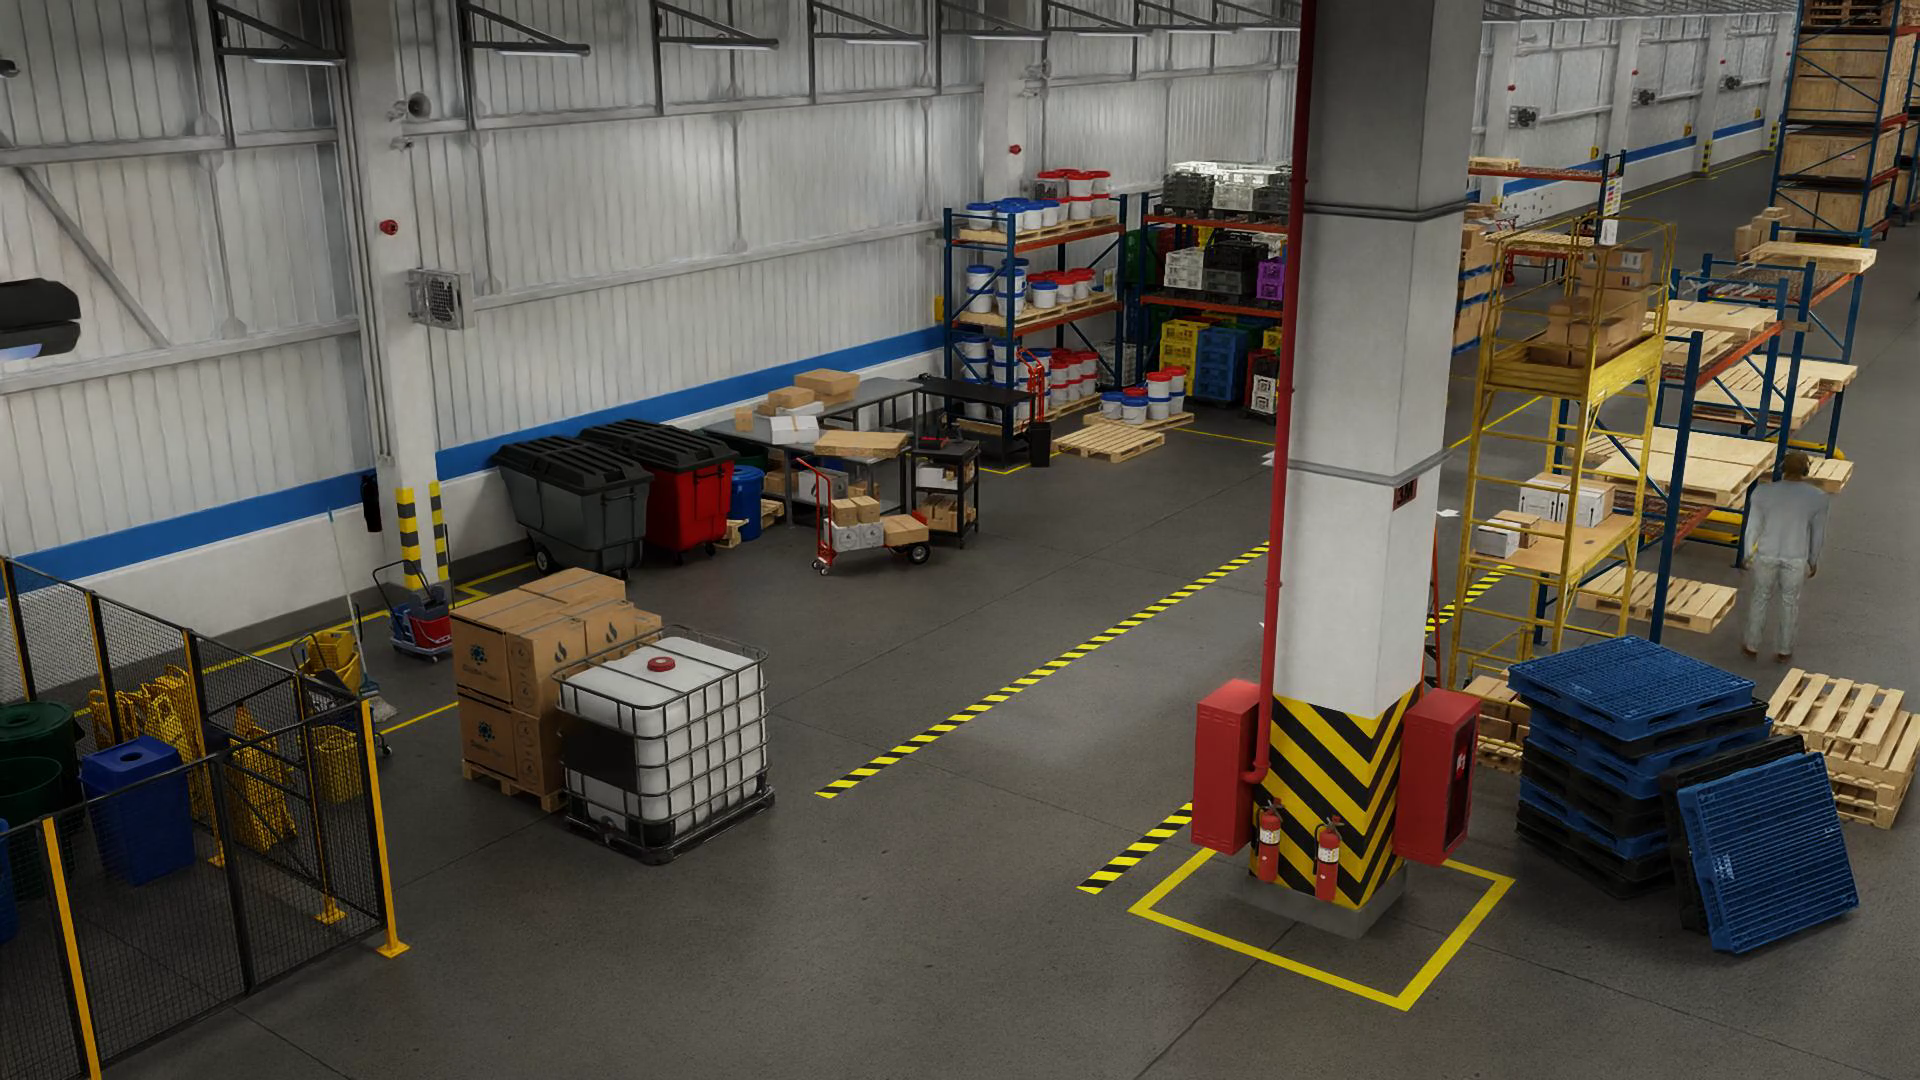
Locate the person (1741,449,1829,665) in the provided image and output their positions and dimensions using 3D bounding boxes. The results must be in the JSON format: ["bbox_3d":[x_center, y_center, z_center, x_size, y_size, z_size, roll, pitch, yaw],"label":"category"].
[{"bbox_3d":[7.232,0.149,14.654,0.635,1.937,0.354,6,19,19],"label":"person"}]
